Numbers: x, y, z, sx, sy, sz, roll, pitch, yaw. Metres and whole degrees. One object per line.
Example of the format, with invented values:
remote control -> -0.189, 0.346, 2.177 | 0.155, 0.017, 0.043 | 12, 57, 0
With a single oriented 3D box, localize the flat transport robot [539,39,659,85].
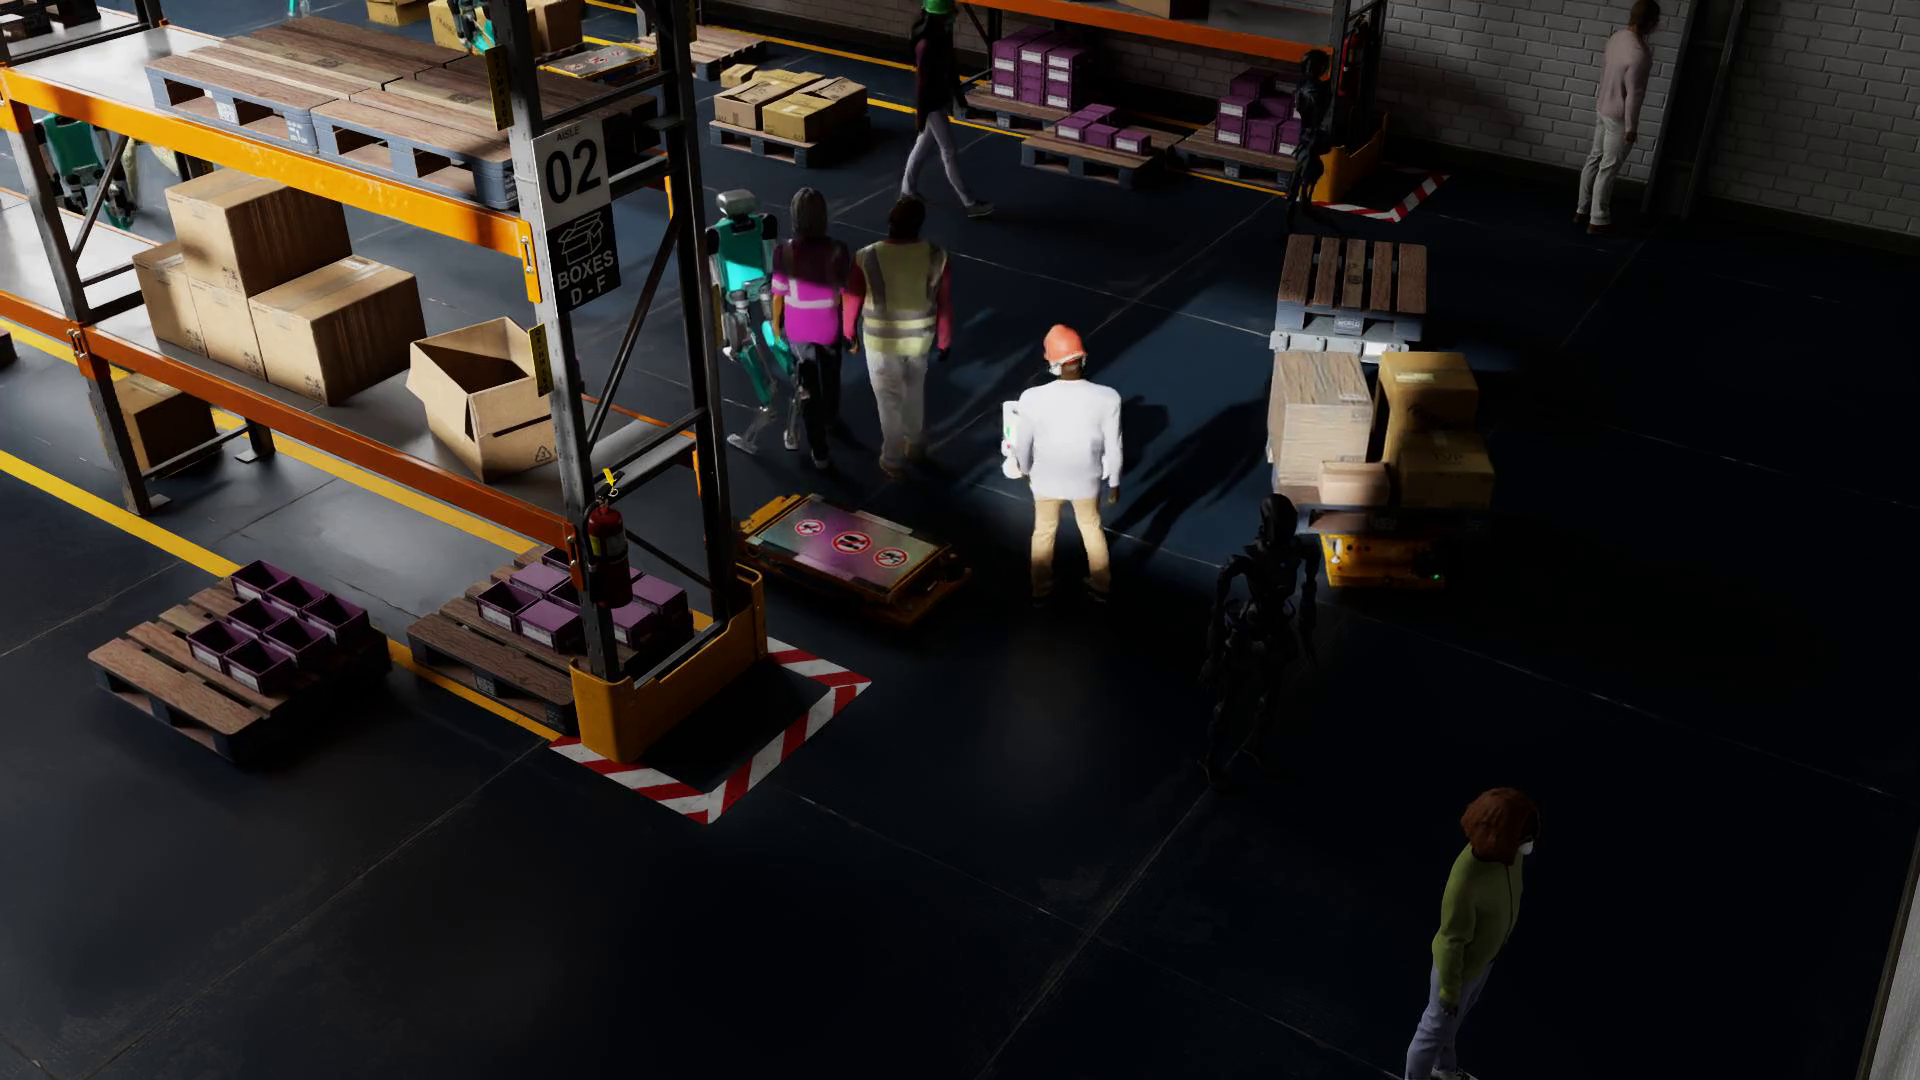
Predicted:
flat transport robot -> -3.752, -4.960, 17.496 | 0.659, 0.231, 1.431 | 24, 40, 32

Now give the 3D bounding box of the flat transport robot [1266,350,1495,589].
flat transport robot -> 2.502, -0.175, 10.142 | 0.659, 0.231, 1.431 | 2, 33, 3

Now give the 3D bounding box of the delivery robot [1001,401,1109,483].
delivery robot -> 0.652, -0.688, 10.674 | 0.783, 0.601, 0.499 | 0, 33, 0

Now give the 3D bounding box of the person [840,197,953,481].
person -> -0.401, -1.269, 10.403 | 0.650, 1.814, 0.570 | -10, 34, -15

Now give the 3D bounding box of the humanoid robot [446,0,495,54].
humanoid robot -> -4.556, -4.932, 16.113 | 0.803, 1.769, 0.555 | 27, 42, 35

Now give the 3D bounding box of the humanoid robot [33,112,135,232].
humanoid robot -> -6.210, -2.336, 12.122 | 0.576, 1.772, 0.885 | -24, 40, -32

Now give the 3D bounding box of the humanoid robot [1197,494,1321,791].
humanoid robot -> 1.411, 0.478, 7.847 | 0.609, 1.649, 0.325 | -12, 35, -18

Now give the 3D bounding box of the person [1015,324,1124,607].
person -> 0.595, -0.365, 9.101 | 0.583, 1.720, 0.377 | -1, 33, -1

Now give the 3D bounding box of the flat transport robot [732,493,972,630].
flat transport robot -> -0.702, 0.083, 9.745 | 1.431, 0.231, 0.659 | 20, 38, 28

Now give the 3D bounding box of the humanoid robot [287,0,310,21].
humanoid robot -> -7.127, -6.087, 17.942 | 0.559, 1.834, 0.785 | -26, 41, -34

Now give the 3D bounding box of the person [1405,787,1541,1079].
person -> 1.912, 1.563, 6.217 | 0.284, 1.633, 0.499 | 24, 40, 32

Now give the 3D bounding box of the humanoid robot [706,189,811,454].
humanoid robot -> -1.197, -1.264, 10.475 | 0.544, 1.743, 0.875 | -23, 40, -31

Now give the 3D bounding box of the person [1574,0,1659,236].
person -> 5.427, -3.481, 13.696 | 0.373, 1.938, 0.629 | -2, 33, -3

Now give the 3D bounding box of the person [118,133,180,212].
person -> -6.968, -3.614, 14.103 | 0.873, 1.710, 0.575 | 0, 33, 0

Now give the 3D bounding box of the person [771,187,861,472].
person -> -0.933, -1.400, 10.604 | 0.526, 1.810, 0.877 | -7, 34, -11

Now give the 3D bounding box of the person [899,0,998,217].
person -> -0.112, -3.665, 14.004 | 0.986, 1.901, 0.509 | 11, 35, 16

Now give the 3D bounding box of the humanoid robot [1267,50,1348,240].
humanoid robot -> 2.884, -3.150, 13.438 | 0.620, 1.638, 0.618 | 2, 33, 3
